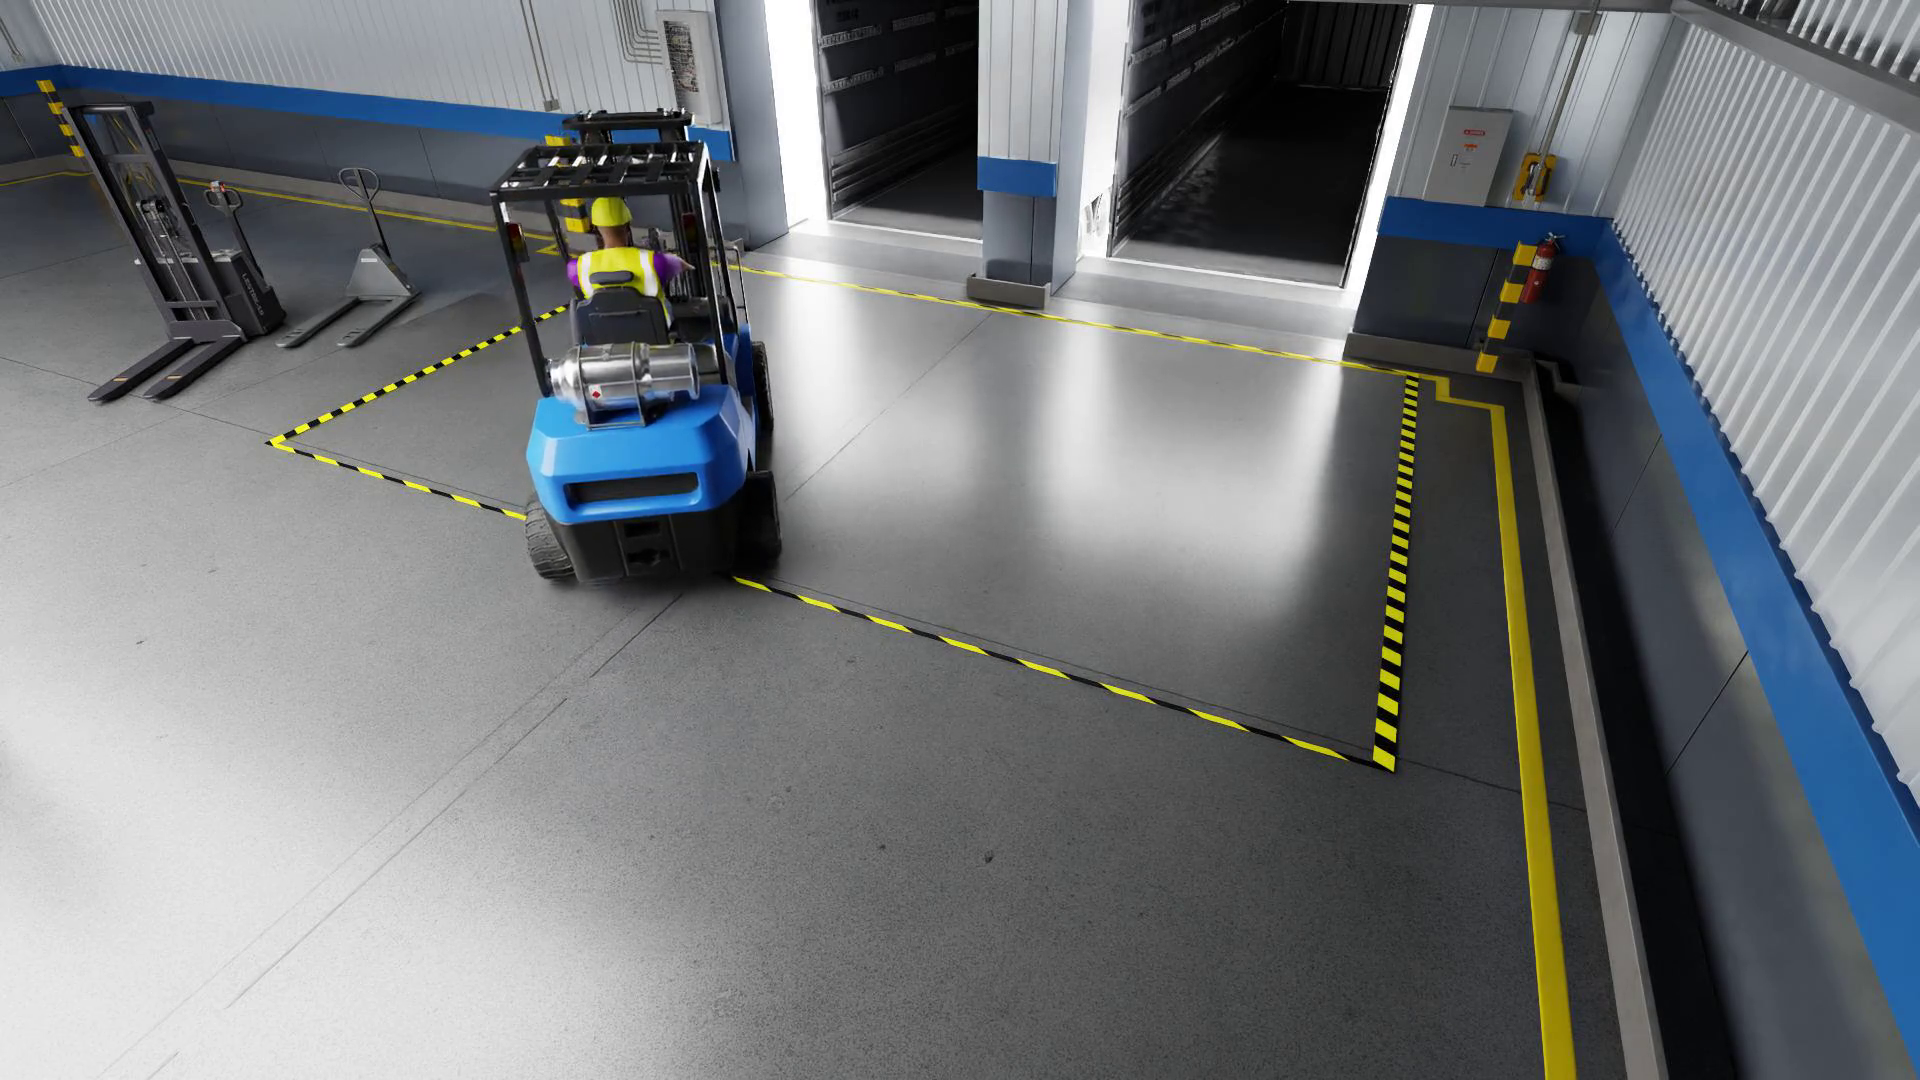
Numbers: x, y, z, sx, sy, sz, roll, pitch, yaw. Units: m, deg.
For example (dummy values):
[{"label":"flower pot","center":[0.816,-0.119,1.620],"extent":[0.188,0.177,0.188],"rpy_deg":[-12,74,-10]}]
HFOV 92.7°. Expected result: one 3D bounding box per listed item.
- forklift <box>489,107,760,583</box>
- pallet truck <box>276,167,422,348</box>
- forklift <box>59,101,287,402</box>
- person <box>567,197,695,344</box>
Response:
[{"label":"forklift","center":[-1.925,-1.315,5.591],"extent":[1.157,2.036,2.680],"rpy_deg":[-6,35,-8]},{"label":"pallet truck","center":[-5.732,-2.611,8.414],"extent":[0.680,1.201,1.601],"rpy_deg":[-1,35,-1]},{"label":"forklift","center":[-6.686,-2.387,7.434],"extent":[0.823,1.965,1.885],"rpy_deg":[-3,35,-5]},{"label":"person","center":[-1.929,-1.504,5.534],"extent":[0.635,1.294,1.002],"rpy_deg":[-6,35,-8]}]
